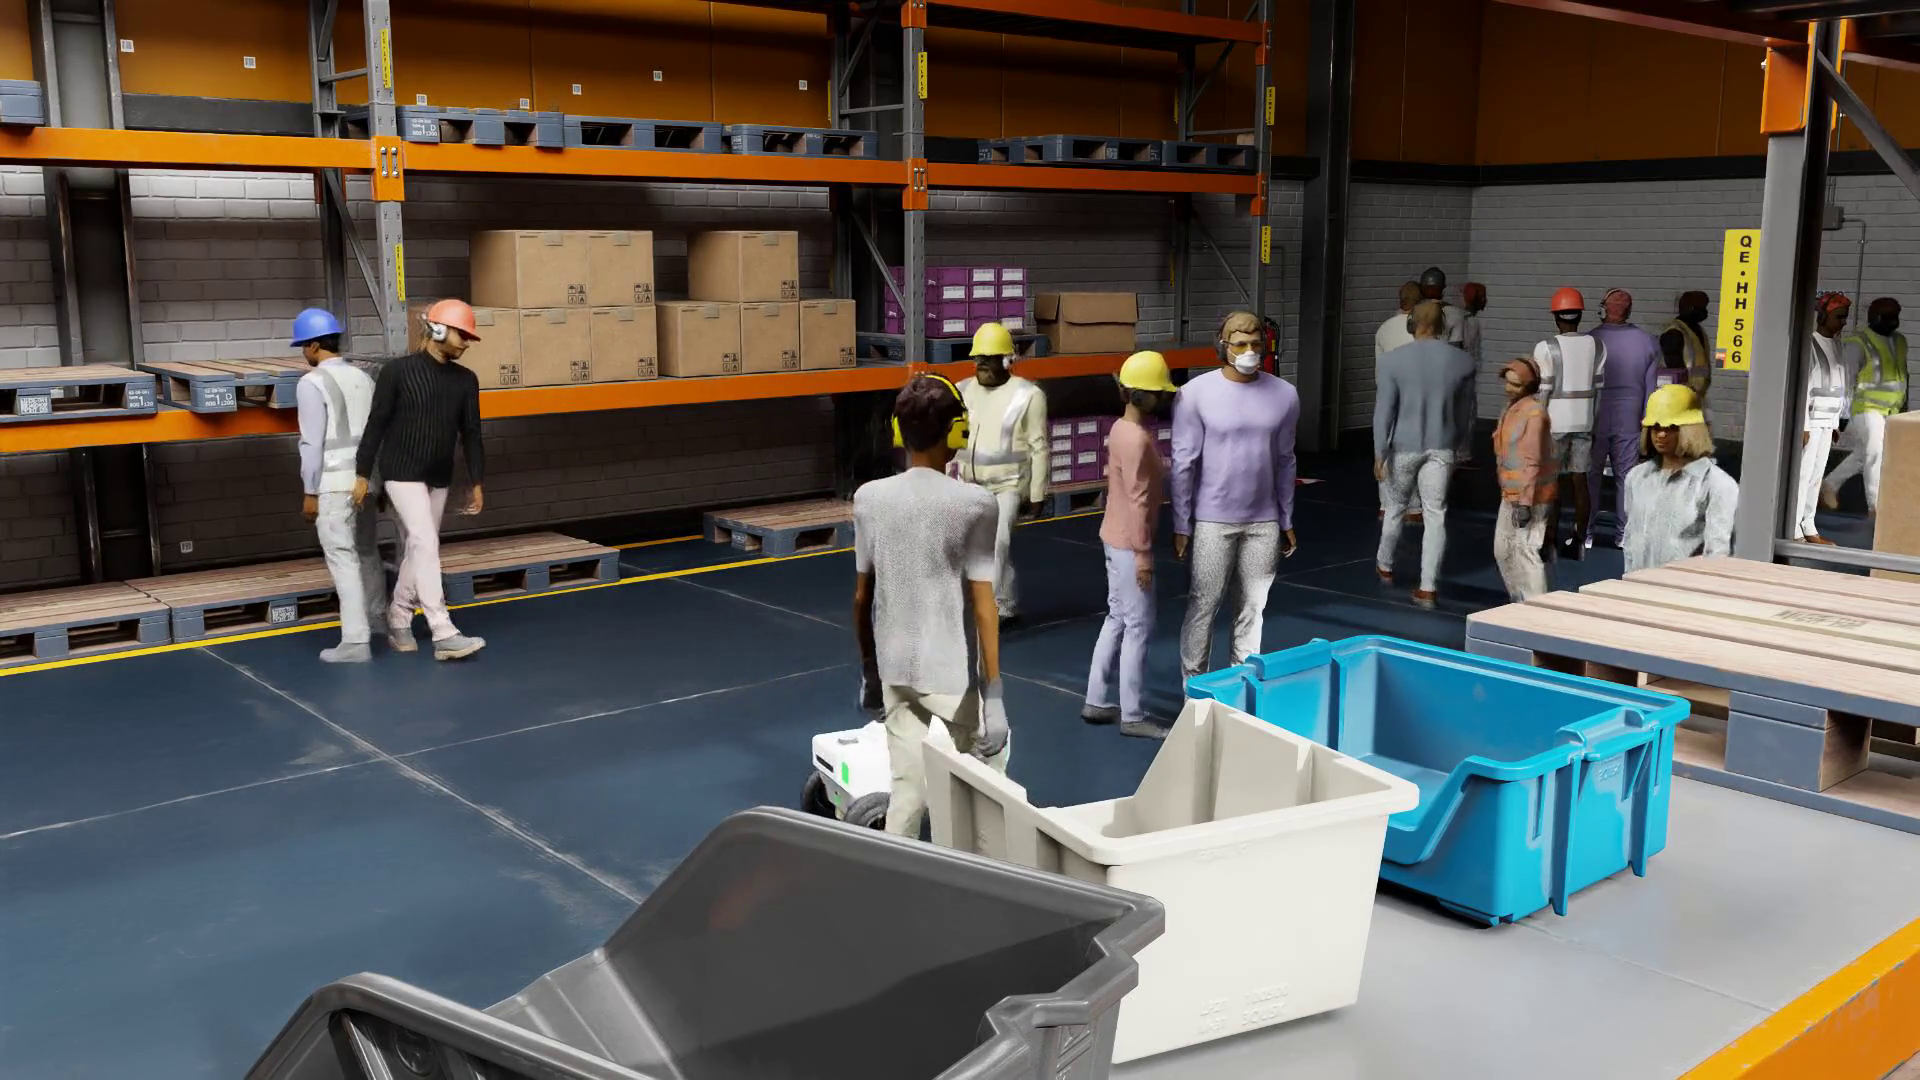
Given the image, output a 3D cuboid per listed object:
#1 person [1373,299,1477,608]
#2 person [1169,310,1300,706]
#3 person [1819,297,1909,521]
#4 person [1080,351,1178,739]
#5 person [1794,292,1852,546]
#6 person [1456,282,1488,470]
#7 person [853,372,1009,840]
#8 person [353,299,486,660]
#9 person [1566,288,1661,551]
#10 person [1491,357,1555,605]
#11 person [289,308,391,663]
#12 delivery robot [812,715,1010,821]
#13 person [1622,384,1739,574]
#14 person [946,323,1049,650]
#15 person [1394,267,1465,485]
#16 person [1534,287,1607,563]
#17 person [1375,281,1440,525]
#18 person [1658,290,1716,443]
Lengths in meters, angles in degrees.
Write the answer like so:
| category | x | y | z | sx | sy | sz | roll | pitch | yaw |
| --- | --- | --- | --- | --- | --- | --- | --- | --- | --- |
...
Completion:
| category | x | y | z | sx | sy | sz | roll | pitch | yaw |
| --- | --- | --- | --- | --- | --- | --- | --- | --- | --- |
| person | 2.906 | -0.569 | 10.521 | 0.638 | 1.880 | 1.020 | 1 | 10 | 4 |
| person | 1.254 | -0.078 | 7.612 | 0.635 | 1.937 | 0.352 | -3 | 11 | -16 |
| person | 7.390 | -1.079 | 13.574 | 0.617 | 1.816 | 0.851 | -5 | 11 | -26 |
| person | 0.776 | 0.035 | 7.558 | 0.408 | 1.773 | 0.540 | -1 | 10 | -3 |
| person | 6.203 | -0.842 | 12.035 | 0.573 | 1.887 | 0.355 | -9 | 13 | -40 |
| person | 4.855 | -1.609 | 16.425 | 0.696 | 1.864 | 0.594 | 0 | 10 | 2 |
| person | -0.050 | 0.419 | 5.069 | 0.570 | 1.851 | 0.569 | 5 | 11 | 27 |
| person | -2.850 | -0.321 | 8.993 | 0.883 | 1.928 | 0.686 | 6 | 12 | 32 |
| person | 4.723 | -0.869 | 12.120 | 0.641 | 1.913 | 0.408 | 0 | 10 | 2 |
| person | 3.186 | -0.233 | 9.389 | 0.423 | 1.607 | 0.537 | 0 | 10 | -2 |
| person | -3.366 | -0.324 | 9.151 | 0.557 | 1.899 | 0.781 | 2 | 10 | 12 |
| delivery robot | -0.175 | 0.815 | 6.210 | 0.707 | 0.478 | 0.477 | -5 | 12 | -25 |
| person | 2.697 | 0.260 | 6.390 | 0.905 | 1.700 | 0.504 | -7 | 12 | -36 |
| person | 0.120 | -0.294 | 9.228 | 0.593 | 1.788 | 0.895 | 8 | 13 | 37 |
| person | 4.364 | -1.533 | 15.474 | 0.700 | 2.000 | 0.536 | 9 | 13 | 41 |
| person | 4.234 | -0.802 | 11.687 | 0.544 | 1.933 | 0.376 | -2 | 10 | -13 |
| person | 3.581 | -1.089 | 13.276 | 0.372 | 1.940 | 0.631 | -7 | 12 | -33 |
| person | 6.433 | -1.267 | 14.594 | 0.639 | 1.820 | 0.622 | -9 | 13 | -41 |
